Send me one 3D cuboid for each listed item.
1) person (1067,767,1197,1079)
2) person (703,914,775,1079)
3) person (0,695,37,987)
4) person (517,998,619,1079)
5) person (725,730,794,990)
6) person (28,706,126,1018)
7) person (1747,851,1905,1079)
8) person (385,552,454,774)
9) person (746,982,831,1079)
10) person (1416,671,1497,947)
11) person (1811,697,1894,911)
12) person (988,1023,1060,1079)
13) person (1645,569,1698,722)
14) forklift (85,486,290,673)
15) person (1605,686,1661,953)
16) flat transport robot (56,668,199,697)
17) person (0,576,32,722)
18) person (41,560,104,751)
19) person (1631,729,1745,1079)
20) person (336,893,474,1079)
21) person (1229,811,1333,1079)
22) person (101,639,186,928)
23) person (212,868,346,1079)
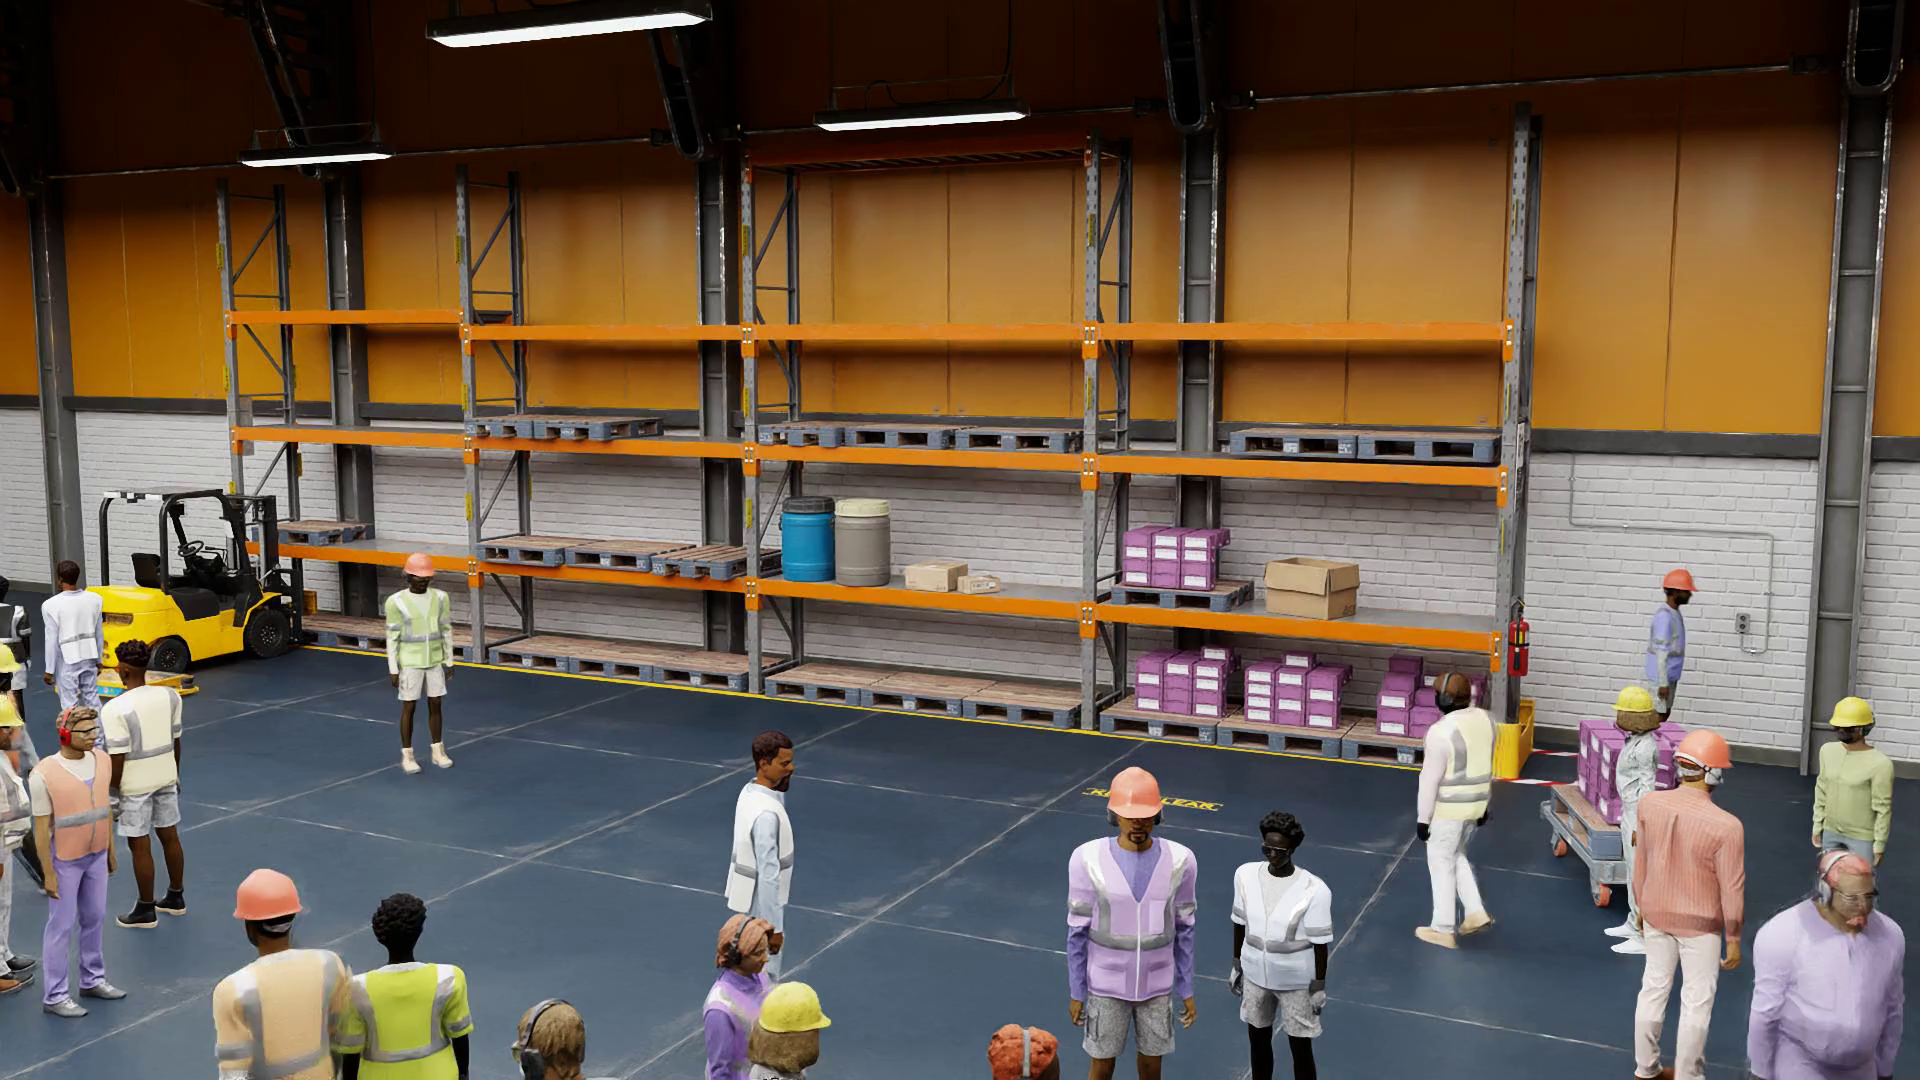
[{"bbox_3d":[0.796,2.044,7.659,0.605,2.045,0.376,-1,7,-6],"label":"person"},{"bbox_3d":[-0.909,2.340,6.912,0.313,1.631,0.524,2,7,14],"label":"person"},{"bbox_3d":[-5.917,1.848,10.206,0.403,1.820,0.603,-4,8,-30],"label":"person"},{"bbox_3d":[-1.245,2.395,5.260,0.380,1.928,0.636,4,8,27],"label":"person"},{"bbox_3d":[-1.052,1.959,8.882,0.397,1.917,0.590,-2,7,-14],"label":"person"},{"bbox_3d":[-5.240,1.884,9.846,0.378,1.838,0.560,2,7,17],"label":"person"},{"bbox_3d":[3.662,2.196,7.111,0.653,1.882,0.697,-1,7,-4],"label":"person"},{"bbox_3d":[-4.950,1.122,15.304,0.613,2.036,0.390,-6,9,-42],"label":"person"},{"bbox_3d":[-0.619,2.421,5.962,0.862,1.708,0.492,-2,7,-14],"label":"person"},{"bbox_3d":[3.221,1.760,10.882,0.649,1.827,0.442,-5,9,-36],"label":"person"},{"bbox_3d":[5.574,1.849,10.443,0.340,1.760,0.527,-3,7,-22],"label":"person"},{"bbox_3d":[0.169,2.425,5.161,0.359,1.884,0.573,-4,8,-29],"label":"person"},{"bbox_3d":[6.404,1.210,15.021,0.387,1.930,0.553,5,8,34],"label":"person"},{"bbox_3d":[-9.426,0.454,20.179,1.214,2.155,2.313,3,8,26],"label":"forklift"},{"bbox_3d":[4.381,1.811,10.824,0.321,1.738,0.493,2,7,15],"label":"person"},{"bbox_3d":[-9.274,1.608,18.521,1.431,0.197,0.652,3,7,22],"label":"flat transport robot"},{"bbox_3d":[-9.323,1.188,16.184,0.536,1.690,0.319,-4,8,-29],"label":"person"},{"bbox_3d":[-8.306,1.143,15.613,0.392,1.919,0.591,3,8,25],"label":"person"},{"bbox_3d":[3.772,1.959,8.617,0.413,1.984,0.624,-4,8,-30],"label":"person"},{"bbox_3d":[-2.297,2.304,6.918,0.540,1.696,0.317,-3,7,-21],"label":"person"},{"bbox_3d":[1.573,2.156,8.205,0.539,1.693,0.321,5,9,37],"label":"person"},{"bbox_3d":[-5.542,1.643,11.290,0.369,1.965,0.609,3,7,21],"label":"person"},{"bbox_3d":[-2.753,2.241,6.686,1.023,1.881,0.558,7,10,44],"label":"person"}]
